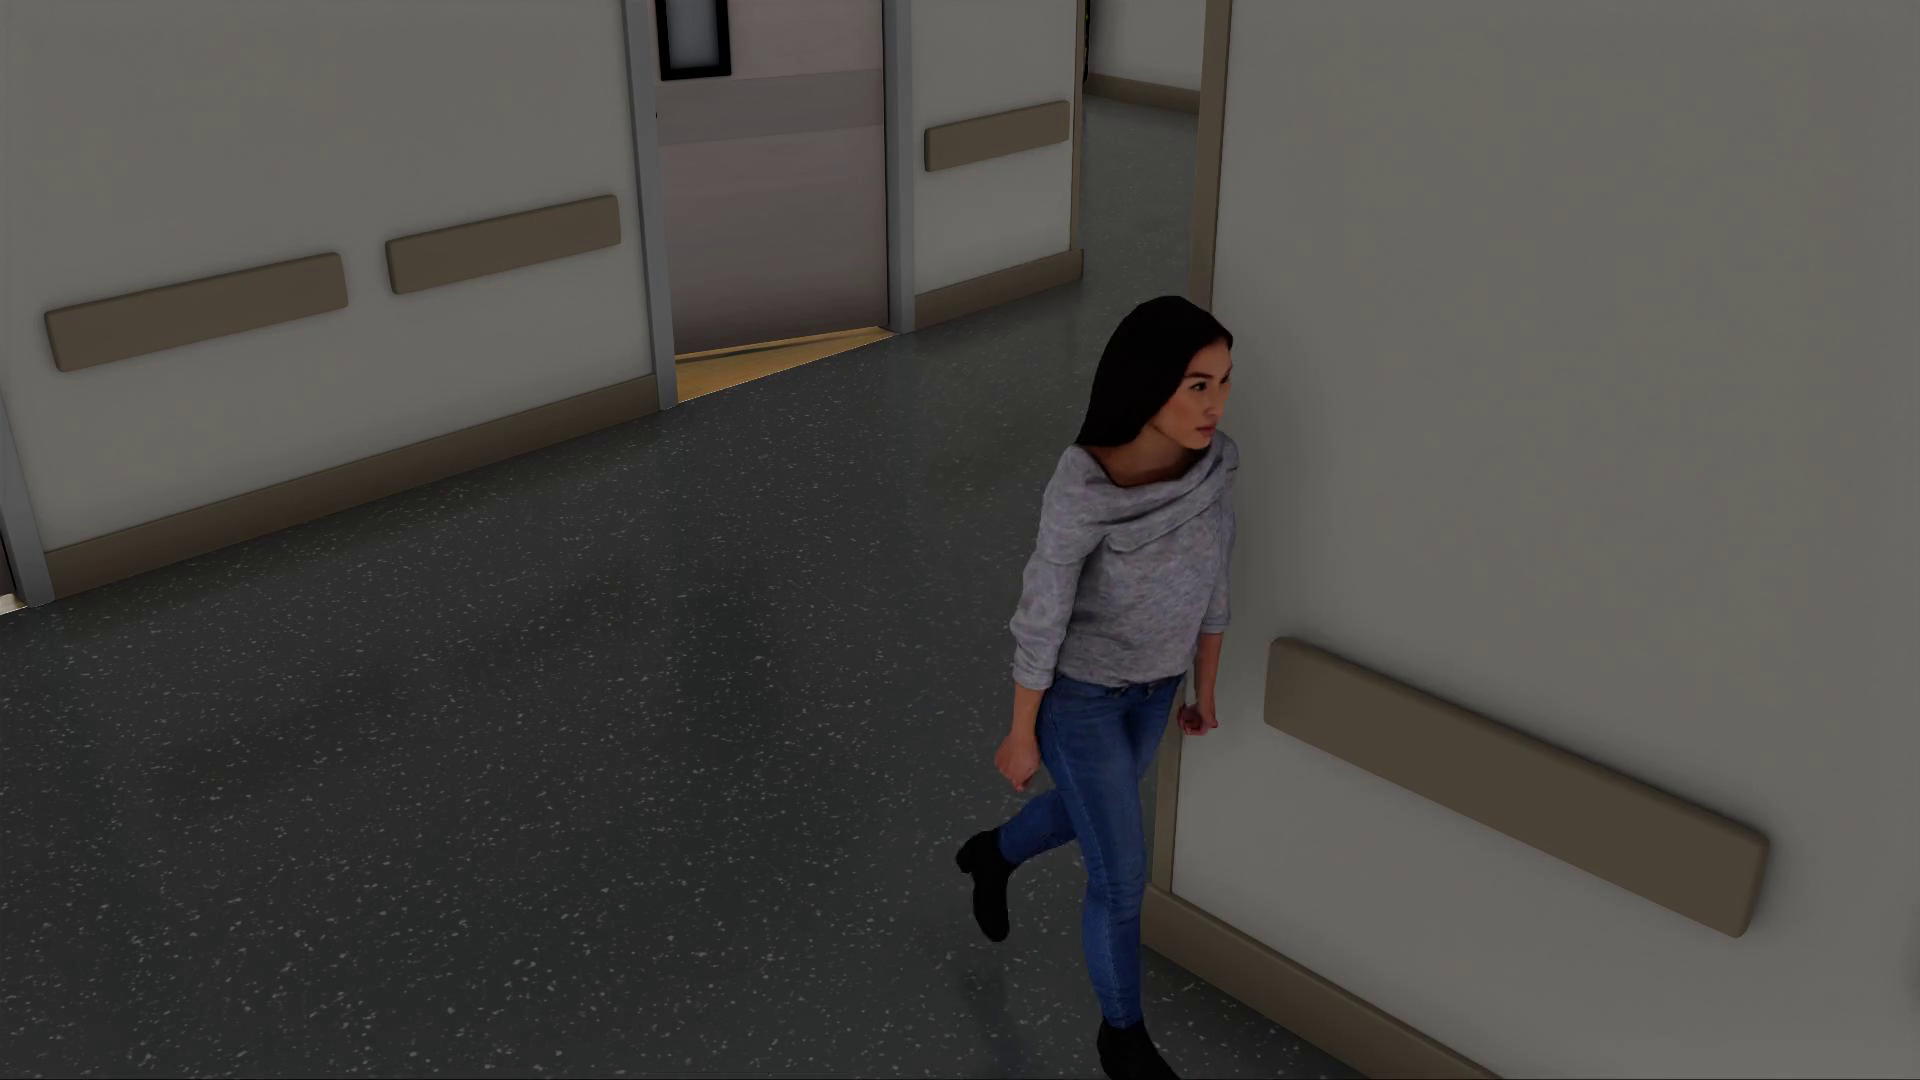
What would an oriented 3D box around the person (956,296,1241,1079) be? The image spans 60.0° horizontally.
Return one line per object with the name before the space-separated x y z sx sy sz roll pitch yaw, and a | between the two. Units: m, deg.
person | 0.220 0.287 3.197 0.981 1.591 0.734 -20 32 -35
